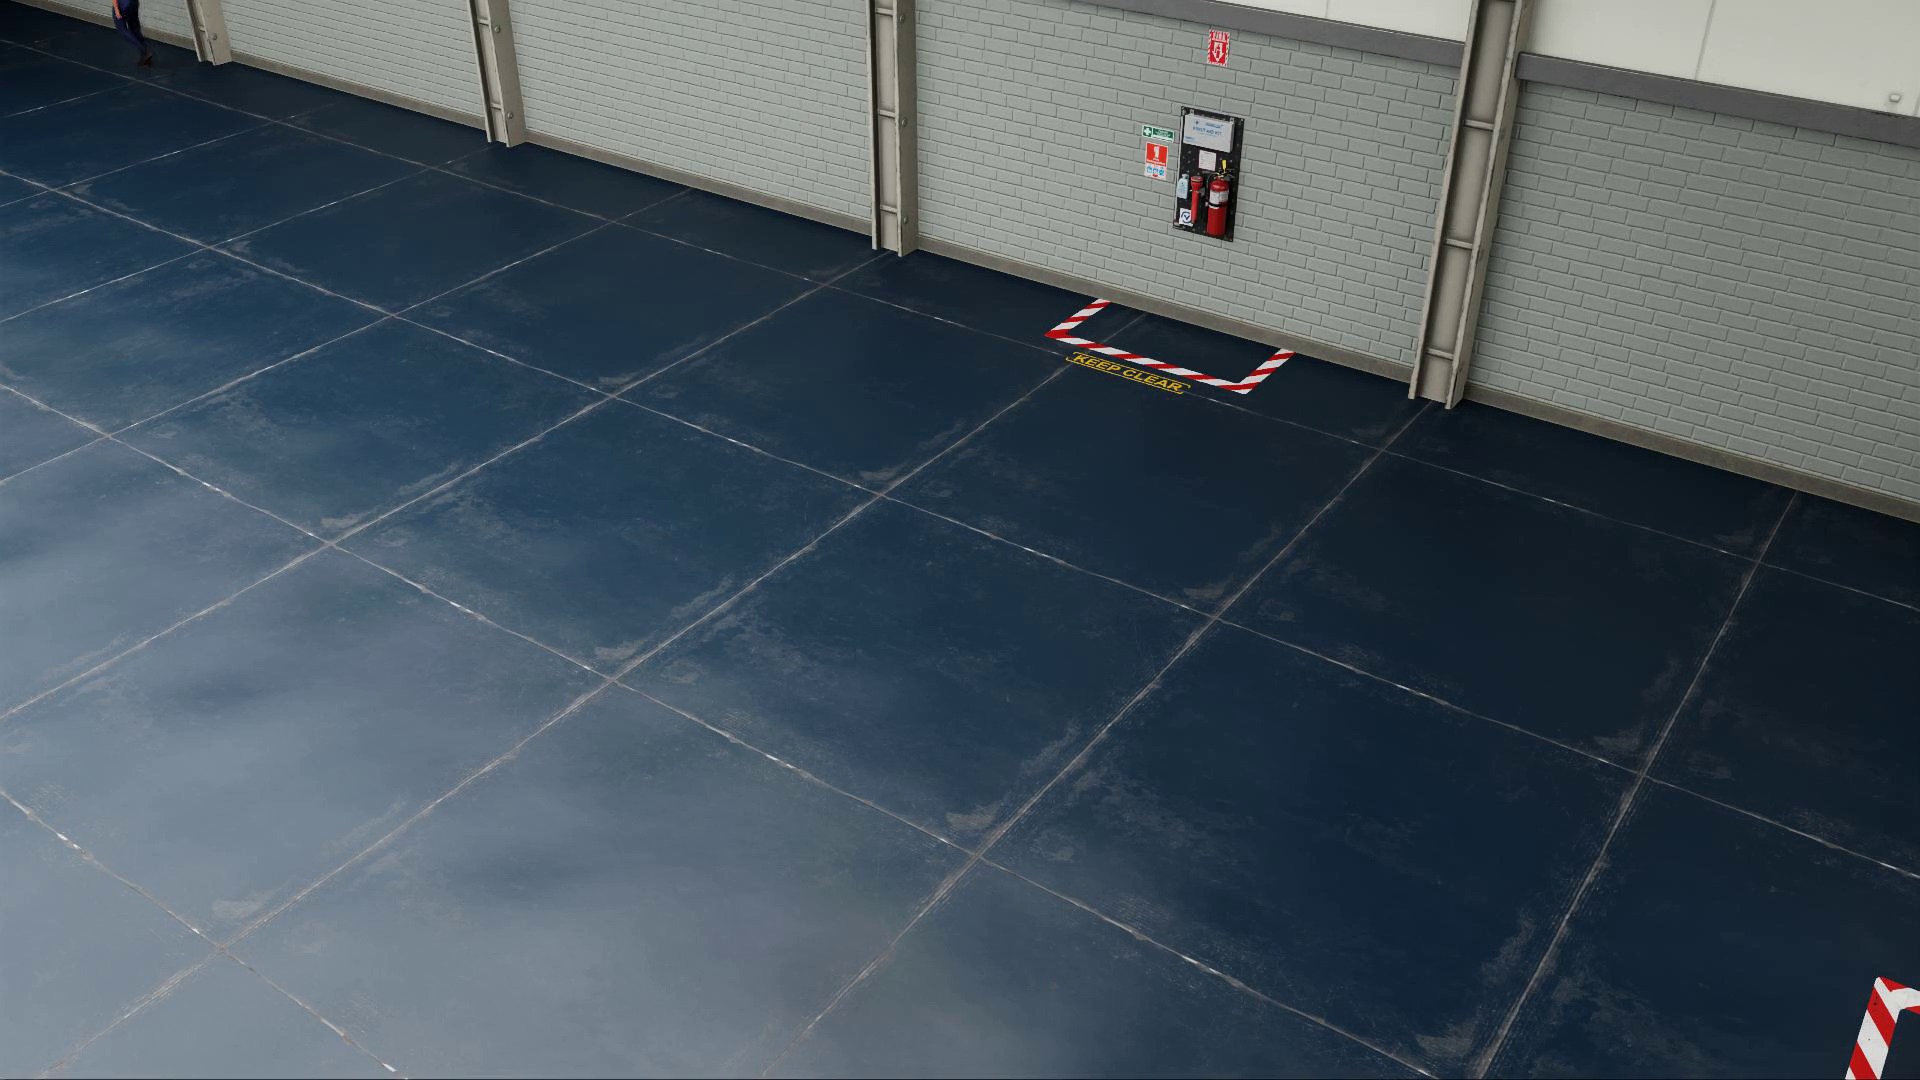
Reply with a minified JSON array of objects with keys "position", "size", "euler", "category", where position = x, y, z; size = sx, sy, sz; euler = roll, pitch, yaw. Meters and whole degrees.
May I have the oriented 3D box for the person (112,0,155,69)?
[{"position":[-11.313,-7.277,22.684],"size":[0.820,1.717,0.731],"euler":[12,34,19],"category":"person"}]
